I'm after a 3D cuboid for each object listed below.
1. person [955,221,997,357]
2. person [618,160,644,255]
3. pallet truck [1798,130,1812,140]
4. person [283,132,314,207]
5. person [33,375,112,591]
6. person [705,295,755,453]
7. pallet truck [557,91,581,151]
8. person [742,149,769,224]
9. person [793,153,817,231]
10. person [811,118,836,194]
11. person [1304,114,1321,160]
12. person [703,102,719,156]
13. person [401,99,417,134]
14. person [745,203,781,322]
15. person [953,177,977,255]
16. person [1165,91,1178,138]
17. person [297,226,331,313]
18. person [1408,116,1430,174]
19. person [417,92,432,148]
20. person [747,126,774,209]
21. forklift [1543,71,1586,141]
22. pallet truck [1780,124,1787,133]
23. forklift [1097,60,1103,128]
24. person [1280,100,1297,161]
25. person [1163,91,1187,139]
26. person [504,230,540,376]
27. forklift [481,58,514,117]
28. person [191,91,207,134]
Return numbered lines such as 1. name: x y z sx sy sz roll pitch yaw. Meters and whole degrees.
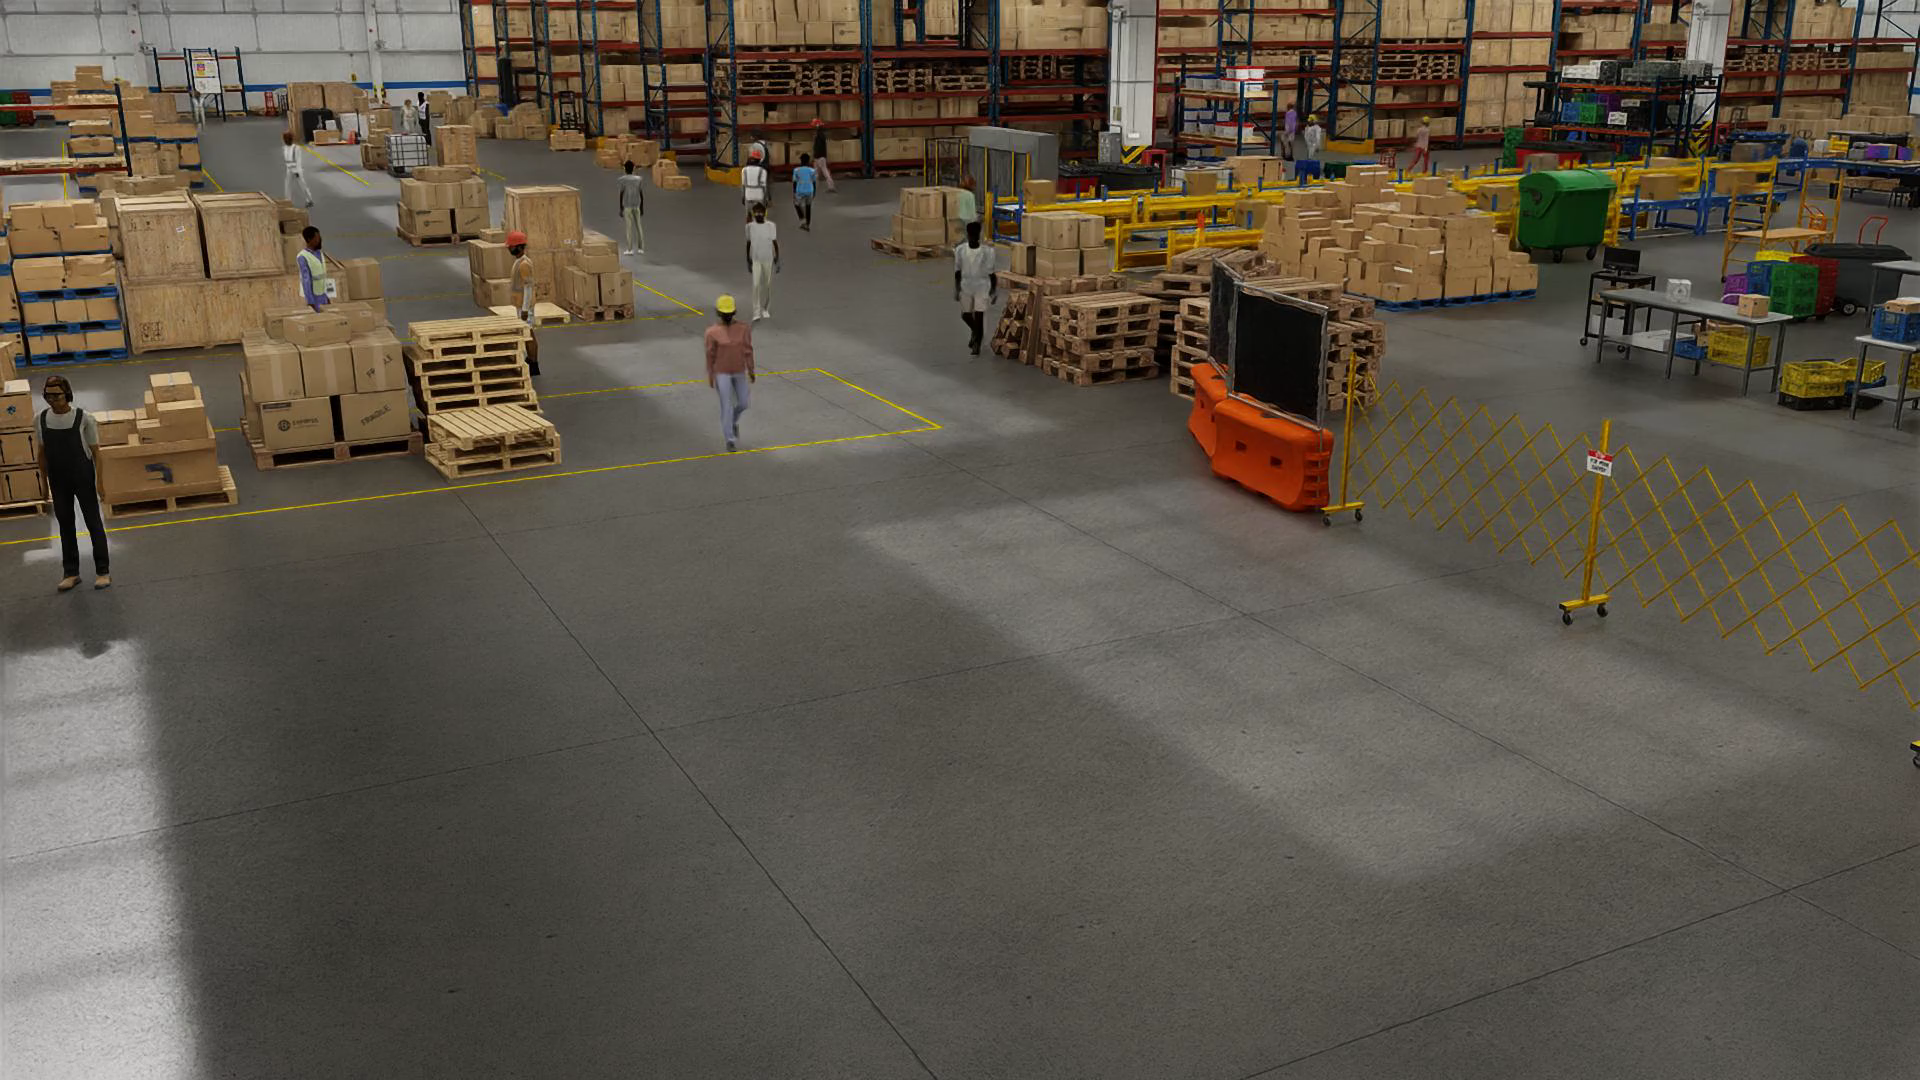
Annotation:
1. person: 0.231 -3.566 23.515 0.636 1.925 0.686 7 19 21
2. person: -6.531 -6.602 33.064 0.512 1.862 0.328 -10 20 -28
3. pallet truck: 25.526 -11.556 49.408 1.630 1.274 0.653 -9 20 -26
4. person: -16.290 -9.029 40.677 0.594 1.842 0.979 8 19 23
5. person: -7.468 -0.479 13.995 0.504 1.847 0.345 -3 18 -9
6. person: -2.562 -1.872 18.483 0.546 1.750 0.485 -8 20 -25
7. pallet truck: -13.495 -14.412 57.188 0.823 1.965 1.885 -3 18 -9
8. person: -4.277 -7.201 34.835 0.569 1.913 0.458 4 18 11
9. person: -3.420 -7.664 36.645 0.559 1.683 0.367 -7 19 -22
10. person: -3.769 -10.127 43.914 1.020 1.938 0.665 0 18 -1
11. person: 10.205 -11.401 48.104 0.580 1.817 0.599 -11 21 -31
12. person: -8.223 -13.599 54.990 0.955 1.809 0.628 -8 20 -24
13. person: -19.743 -14.962 59.534 0.540 1.612 0.628 -10 20 -28
14. person: -3.077 -4.343 26.070 0.544 1.828 0.924 -2 18 -8
15. person: 0.140 -6.210 32.229 0.395 1.618 0.498 -7 19 -20
16. person: 8.009 -16.113 62.654 0.671 1.891 0.425 -8 20 -24
17. person: -8.811 -3.324 22.750 0.377 1.916 0.599 0 18 2
18. person: 13.332 -11.371 48.125 0.779 1.742 0.527 -8 20 -24
19. person: -18.793 -14.744 58.369 0.587 1.911 0.397 14 23 38
20. person: -4.866 -8.930 40.028 0.539 2.000 0.701 6 19 19
21. forklift: 18.685 -13.231 52.085 1.873 2.768 1.129 -9 20 -26
22. pallet truck: 25.206 -12.542 52.601 1.601 1.201 0.680 0 18 -2
23. forklift: 5.787 -17.132 64.245 1.129 2.768 1.873 -10 20 -27
24. person: 10.485 -13.103 53.248 0.550 1.906 0.665 -16 24 -41
25. person: 8.086 -15.880 61.785 0.626 1.986 1.056 -15 23 -39
26. person: -5.839 -3.157 22.191 0.349 1.942 0.545 -8 19 -23
27. forklift: -17.753 -17.403 65.091 1.873 2.768 1.129 -9 20 -26
28. person: -29.520 -16.579 64.534 0.540 1.623 0.433 -12 22 -34
